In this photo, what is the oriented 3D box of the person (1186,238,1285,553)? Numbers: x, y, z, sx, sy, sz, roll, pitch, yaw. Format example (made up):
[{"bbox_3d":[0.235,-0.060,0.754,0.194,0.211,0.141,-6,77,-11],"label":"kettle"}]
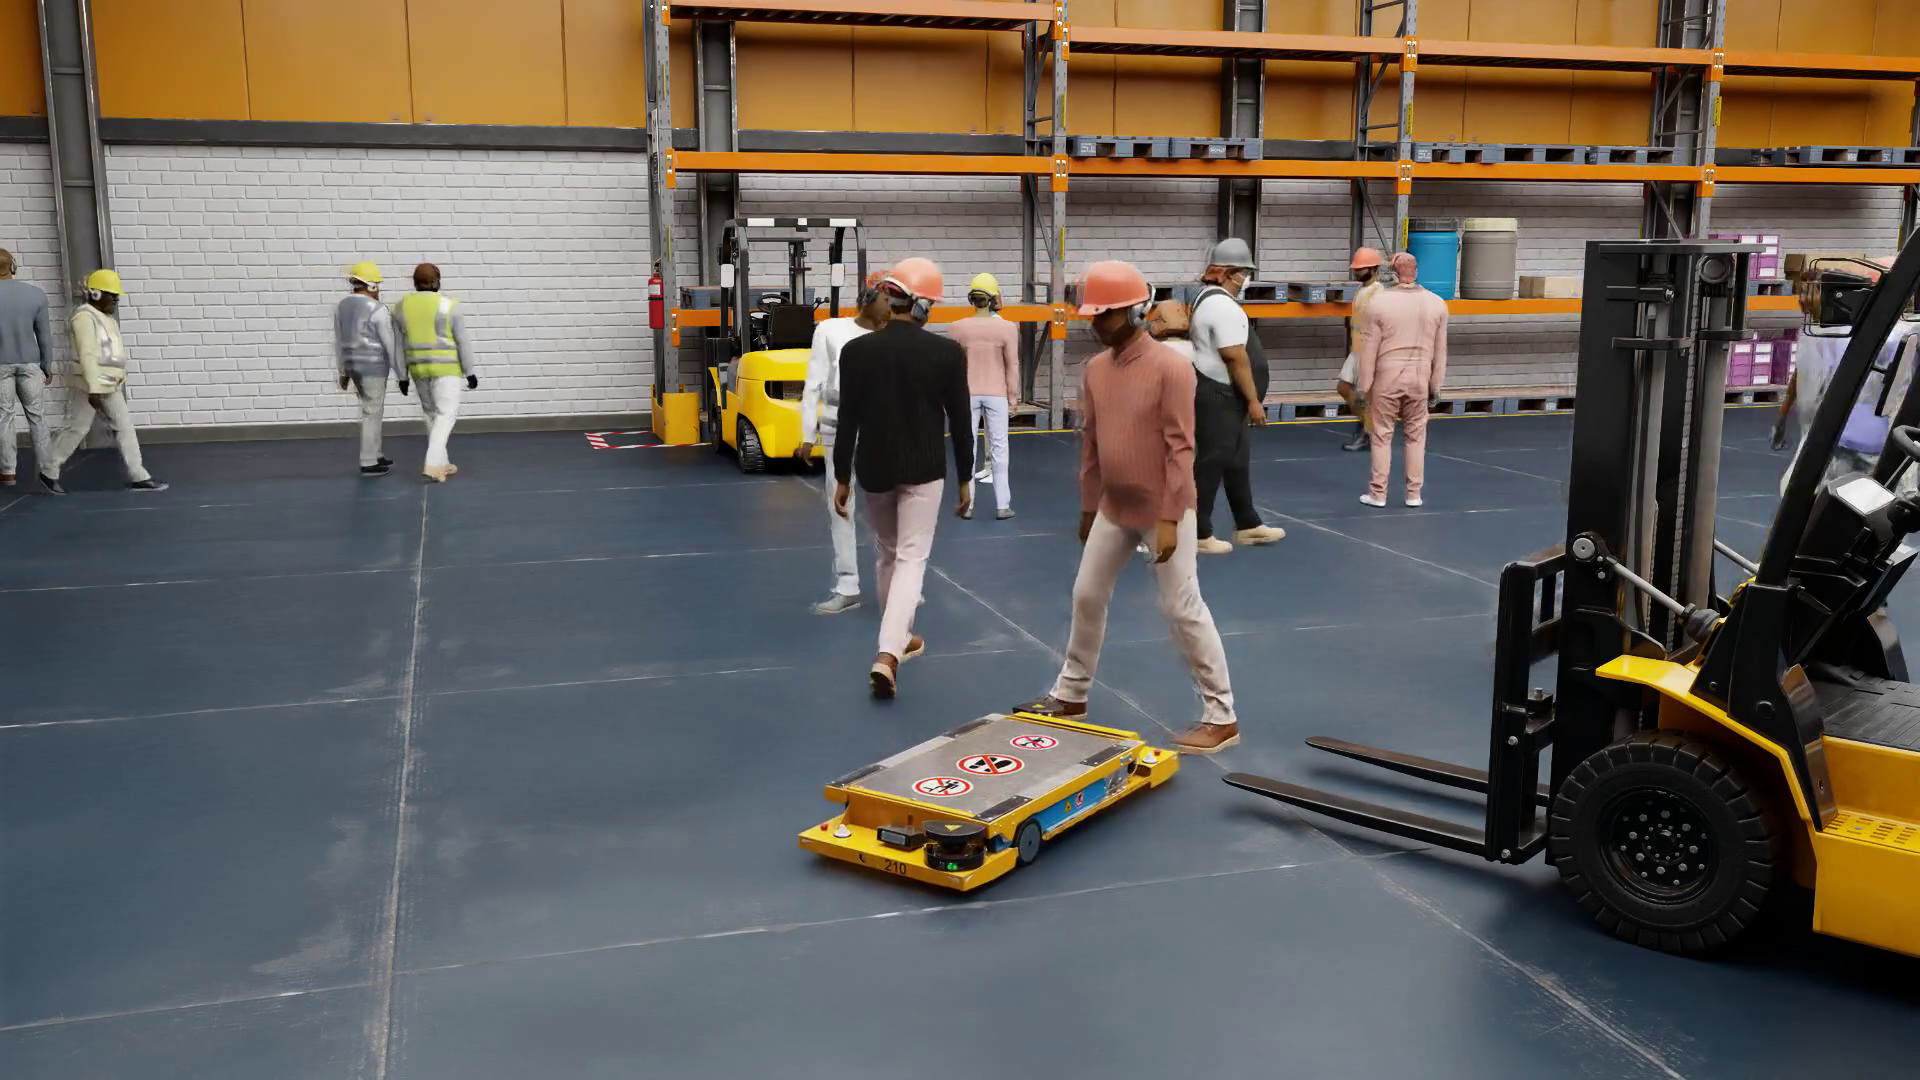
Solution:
[{"bbox_3d":[1.796,-0.922,10.625,0.770,2.000,0.701,0,10,2],"label":"person"}]

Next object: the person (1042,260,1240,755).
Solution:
[{"bbox_3d":[0.666,-0.139,6.663,0.575,1.939,0.810,-8,13,-36],"label":"person"}]

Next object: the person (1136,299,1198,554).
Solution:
[{"bbox_3d":[1.335,-0.713,10.601,0.500,1.632,0.289,-5,12,-27],"label":"person"}]

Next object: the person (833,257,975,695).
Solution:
[{"bbox_3d":[-0.271,-0.301,7.517,0.653,1.944,1.008,2,11,13],"label":"person"}]

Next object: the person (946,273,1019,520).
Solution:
[{"bbox_3d":[0.161,-1.020,11.915,0.526,1.768,0.330,2,10,9],"label":"person"}]

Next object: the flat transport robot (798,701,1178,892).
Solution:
[{"bbox_3d":[0.142,0.847,5.781,0.652,0.197,1.431,7,12,33],"label":"flat transport robot"}]

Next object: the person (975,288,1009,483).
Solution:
[{"bbox_3d":[0.253,-1.286,13.732,0.311,1.636,0.522,-2,11,-11],"label":"person"}]

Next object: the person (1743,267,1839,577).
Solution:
[{"bbox_3d":[4.960,-0.679,9.846,0.797,1.839,0.561,0,10,0],"label":"person"}]

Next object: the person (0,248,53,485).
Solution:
[{"bbox_3d":[-7.764,-1.413,13.615,0.628,1.935,0.373,-9,13,-39],"label":"person"}]

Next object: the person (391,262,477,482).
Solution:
[{"bbox_3d":[-4.372,-1.396,13.853,0.642,1.818,0.788,2,11,12],"label":"person"}]

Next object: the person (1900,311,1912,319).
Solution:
[{"bbox_3d":[9.359,-1.875,16.220,0.401,1.907,0.646,-1,10,-8],"label":"person"}]

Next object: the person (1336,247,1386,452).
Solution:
[{"bbox_3d":[3.791,-1.778,15.626,0.391,1.926,0.581,-2,11,-12],"label":"person"}]

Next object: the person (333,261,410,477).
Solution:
[{"bbox_3d":[-4.946,-1.454,14.162,0.602,1.810,0.611,7,13,35],"label":"person"}]

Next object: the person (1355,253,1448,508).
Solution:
[{"bbox_3d":[3.287,-1.175,12.425,0.675,1.900,0.405,-1,10,-6],"label":"person"}]

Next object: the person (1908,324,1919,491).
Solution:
[{"bbox_3d":[7.557,-1.126,12.861,0.264,1.632,0.507,-7,12,-33],"label":"person"}]

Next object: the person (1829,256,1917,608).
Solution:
[{"bbox_3d":[4.850,-0.549,8.915,0.511,1.919,0.540,-3,11,-16],"label":"person"}]

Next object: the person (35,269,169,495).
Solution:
[{"bbox_3d":[-6.853,-1.238,13.096,0.932,1.784,0.621,-1,10,-7],"label":"person"}]

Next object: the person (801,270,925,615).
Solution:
[{"bbox_3d":[-0.519,-0.515,8.945,0.674,1.853,0.377,0,10,1],"label":"person"}]

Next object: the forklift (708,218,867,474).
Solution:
[{"bbox_3d":[-1.522,-1.778,14.899,1.214,2.155,2.313,-3,11,-17],"label":"forklift"}]

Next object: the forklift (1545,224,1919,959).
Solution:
[{"bbox_3d":[2.909,0.117,4.508,2.313,2.155,1.214,9,14,40],"label":"forklift"}]

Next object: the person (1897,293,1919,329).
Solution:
[{"bbox_3d":[8.011,-1.292,13.859,0.848,1.594,0.535,-1,10,-4],"label":"person"}]
